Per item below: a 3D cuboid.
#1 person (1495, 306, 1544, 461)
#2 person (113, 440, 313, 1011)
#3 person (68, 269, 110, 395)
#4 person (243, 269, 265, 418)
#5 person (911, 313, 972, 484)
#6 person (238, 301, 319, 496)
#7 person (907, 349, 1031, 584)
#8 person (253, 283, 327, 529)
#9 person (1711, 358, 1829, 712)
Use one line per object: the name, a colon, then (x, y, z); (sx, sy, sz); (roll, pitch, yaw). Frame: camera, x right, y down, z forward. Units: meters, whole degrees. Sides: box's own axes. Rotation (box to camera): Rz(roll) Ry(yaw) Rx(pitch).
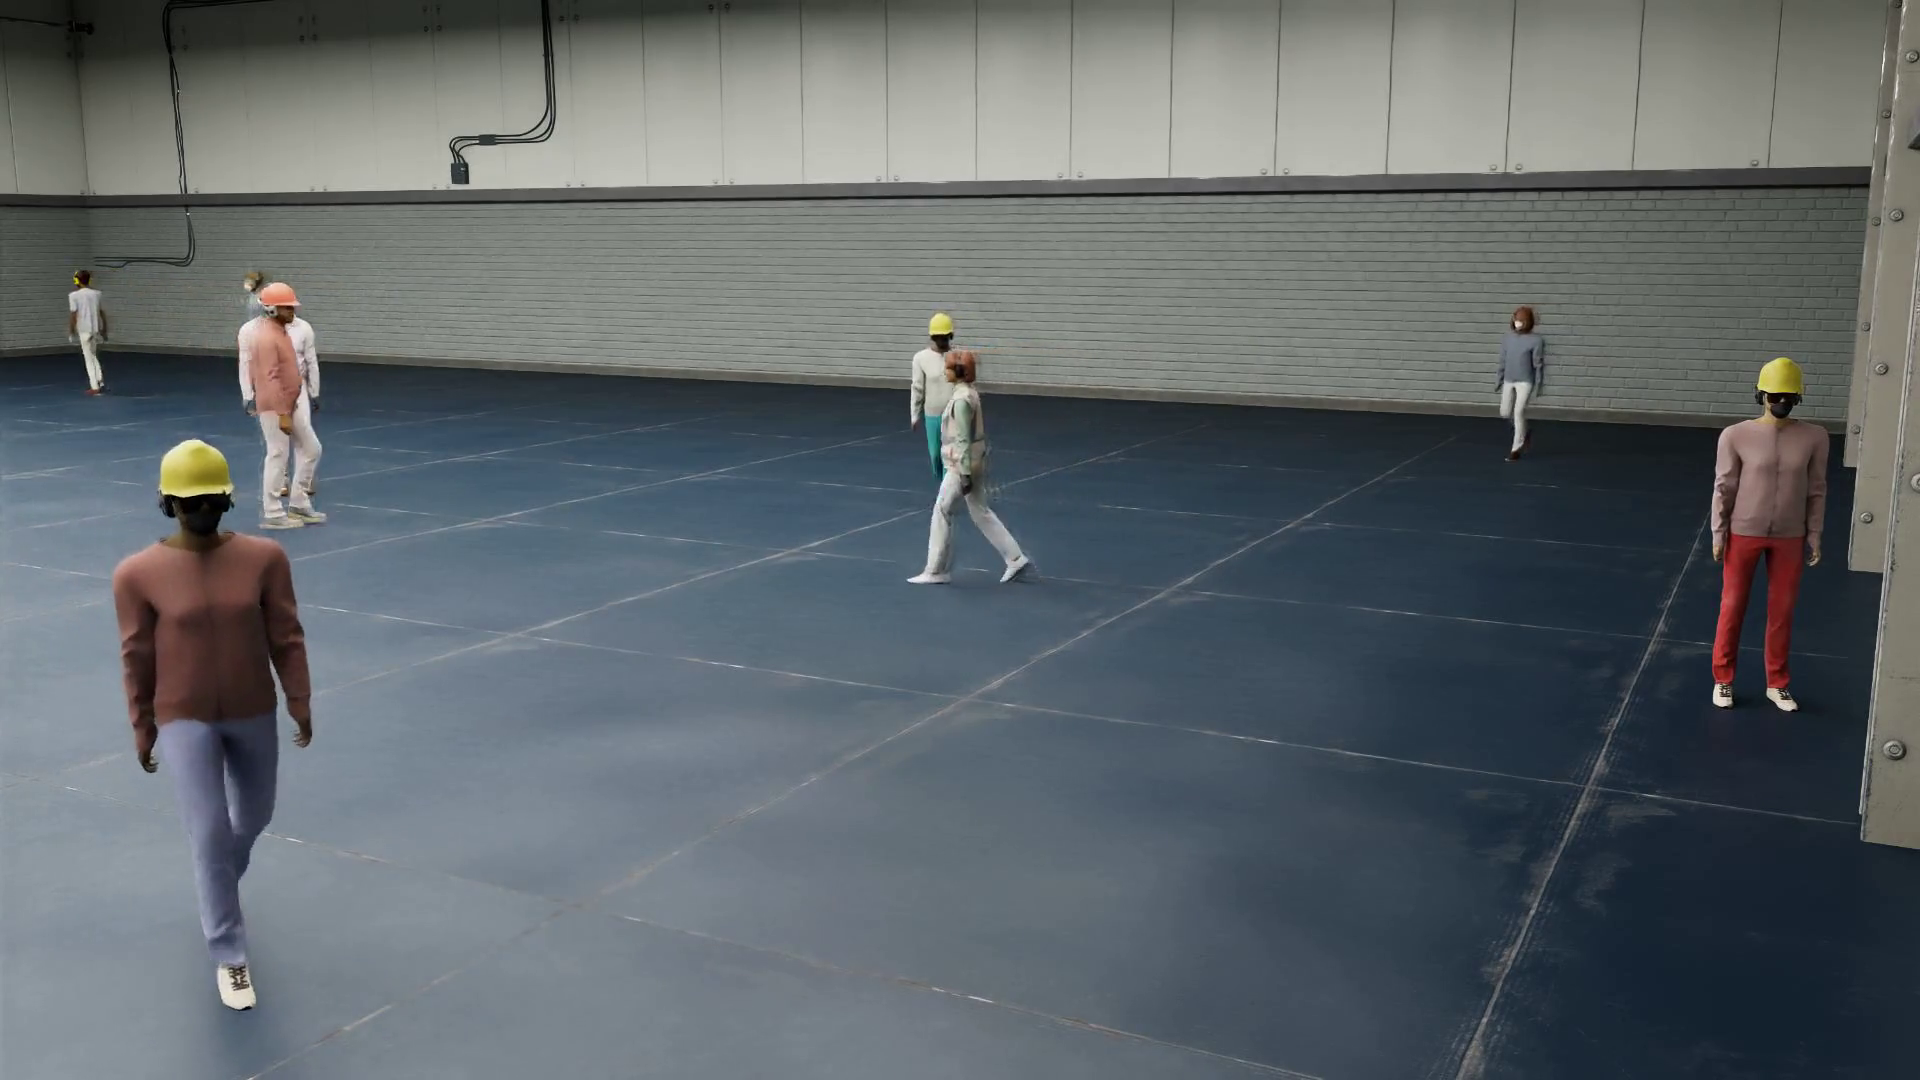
person: (5.923, -1.651, 17.496); (0.552, 1.614, 0.499); (-8, 13, -37)
person: (-2.374, 0.530, 5.301); (0.531, 1.741, 0.799); (-8, 13, -36)
person: (-12.846, -3.049, 24.472); (0.397, 1.854, 0.558); (6, 12, 29)
person: (-8.952, -2.535, 21.497); (0.515, 1.926, 0.638); (-7, 12, -32)
person: (-0.142, -1.102, 14.265); (0.532, 1.719, 0.779); (1, 10, 5)
person: (-6.105, -1.314, 14.943); (0.663, 1.888, 0.574); (-4, 11, -21)
person: (0.082, -0.484, 11.177); (0.800, 1.612, 0.531); (1, 10, 8)
person: (-5.356, -1.061, 13.312); (0.623, 1.970, 0.649); (-1, 10, -7)
person: (3.987, -0.018, 8.219); (0.522, 1.763, 0.334); (2, 11, 8)
